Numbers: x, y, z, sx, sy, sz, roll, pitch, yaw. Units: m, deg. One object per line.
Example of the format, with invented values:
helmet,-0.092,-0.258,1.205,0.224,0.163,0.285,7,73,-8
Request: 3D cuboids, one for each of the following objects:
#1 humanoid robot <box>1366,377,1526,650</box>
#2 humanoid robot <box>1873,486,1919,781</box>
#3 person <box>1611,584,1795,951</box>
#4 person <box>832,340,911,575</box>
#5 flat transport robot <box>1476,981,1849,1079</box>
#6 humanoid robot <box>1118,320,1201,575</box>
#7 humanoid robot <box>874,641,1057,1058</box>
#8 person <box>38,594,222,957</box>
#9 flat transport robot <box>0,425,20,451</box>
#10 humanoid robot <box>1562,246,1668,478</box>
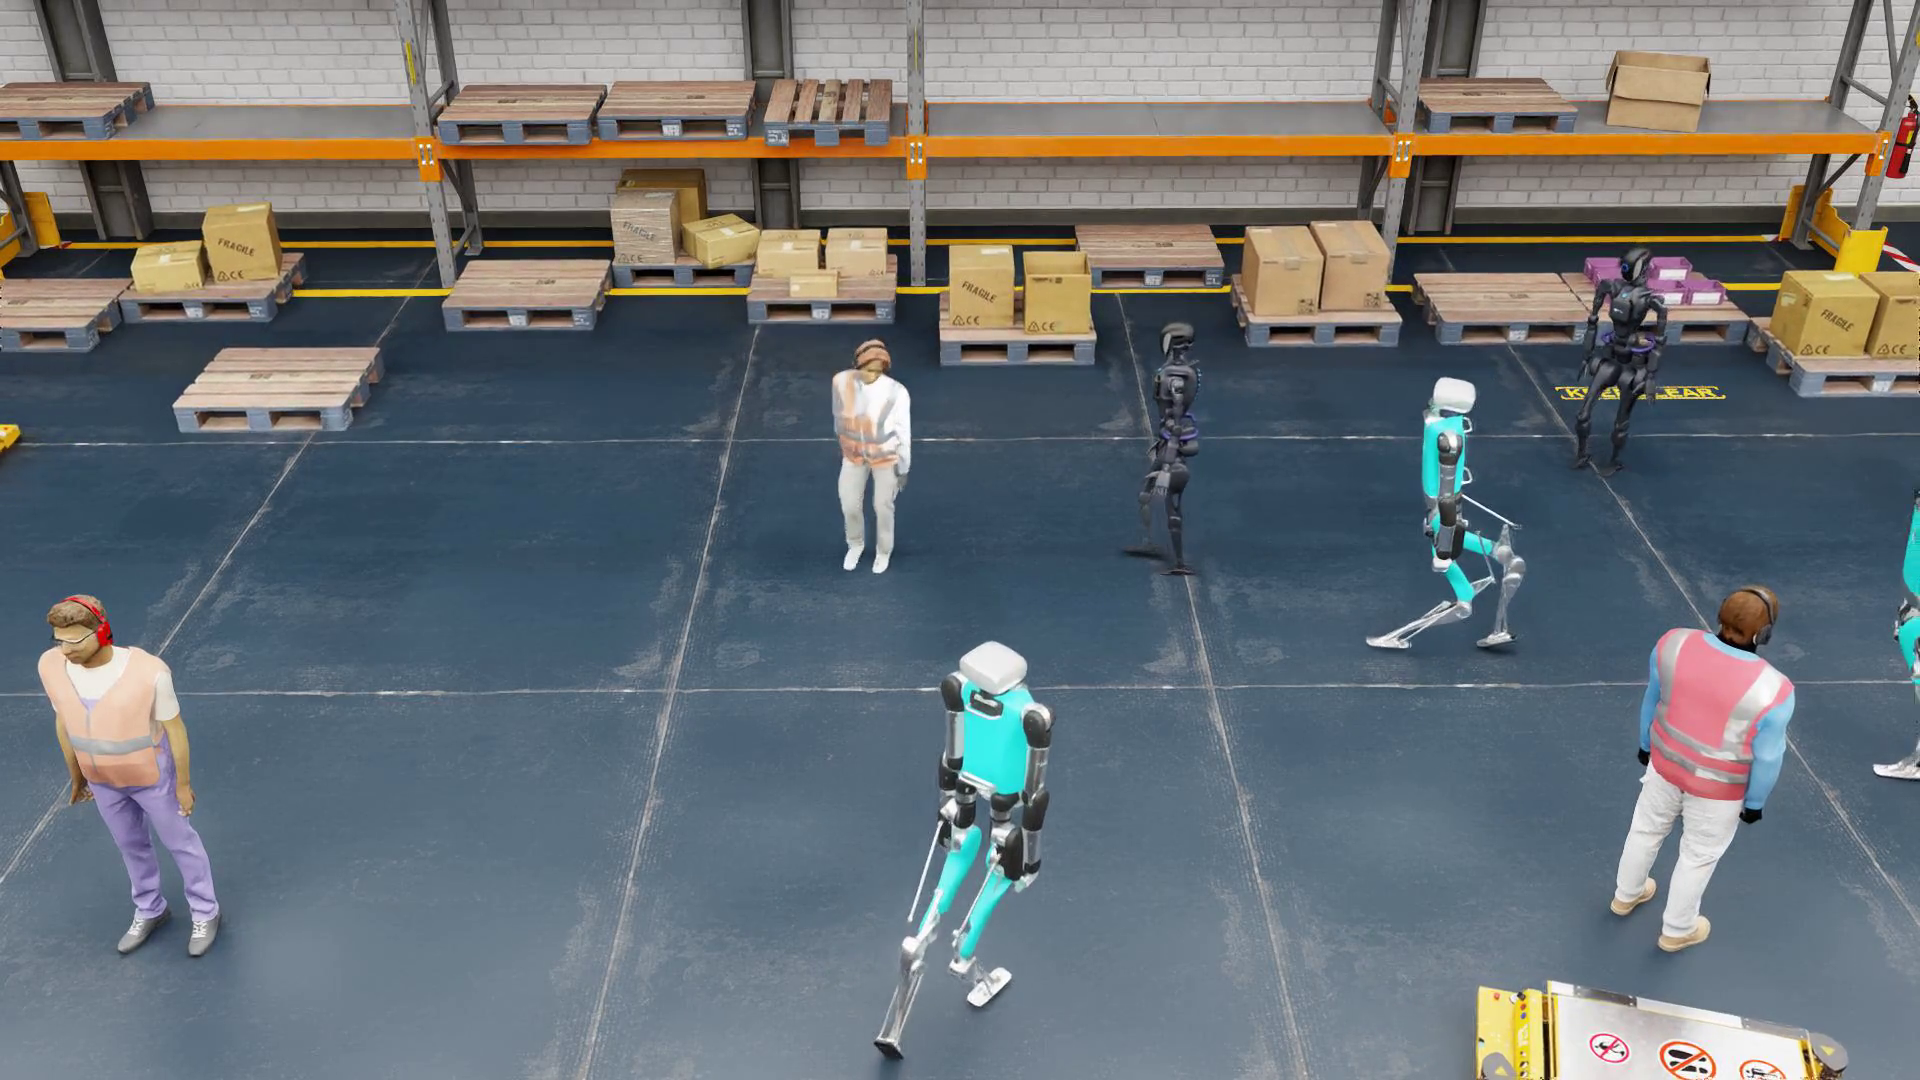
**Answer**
humanoid robot,2.865,-0.053,9.115,1.035,1.762,0.540,3,31,5
humanoid robot,4.900,0.531,8.223,0.719,1.903,0.542,7,32,12
person,3.230,0.997,7.237,0.430,1.833,0.627,-21,37,-31
person,-0.514,-0.483,9.905,0.534,1.604,0.442,10,32,16
flat transport robot,2.851,2.188,6.768,1.431,0.231,0.659,8,32,13
humanoid robot,1.211,-0.530,9.926,0.496,1.650,0.596,1,31,2
humanoid robot,-0.053,1.362,6.756,0.559,1.800,0.945,23,38,33
person,-3.573,1.011,7.196,0.563,1.847,0.388,3,31,5
flat transport robot,-6.982,-0.449,11.159,0.659,0.231,1.431,-1,31,-1
humanoid robot,4.379,-1.160,10.983,0.422,1.643,0.593,-23,38,-33
